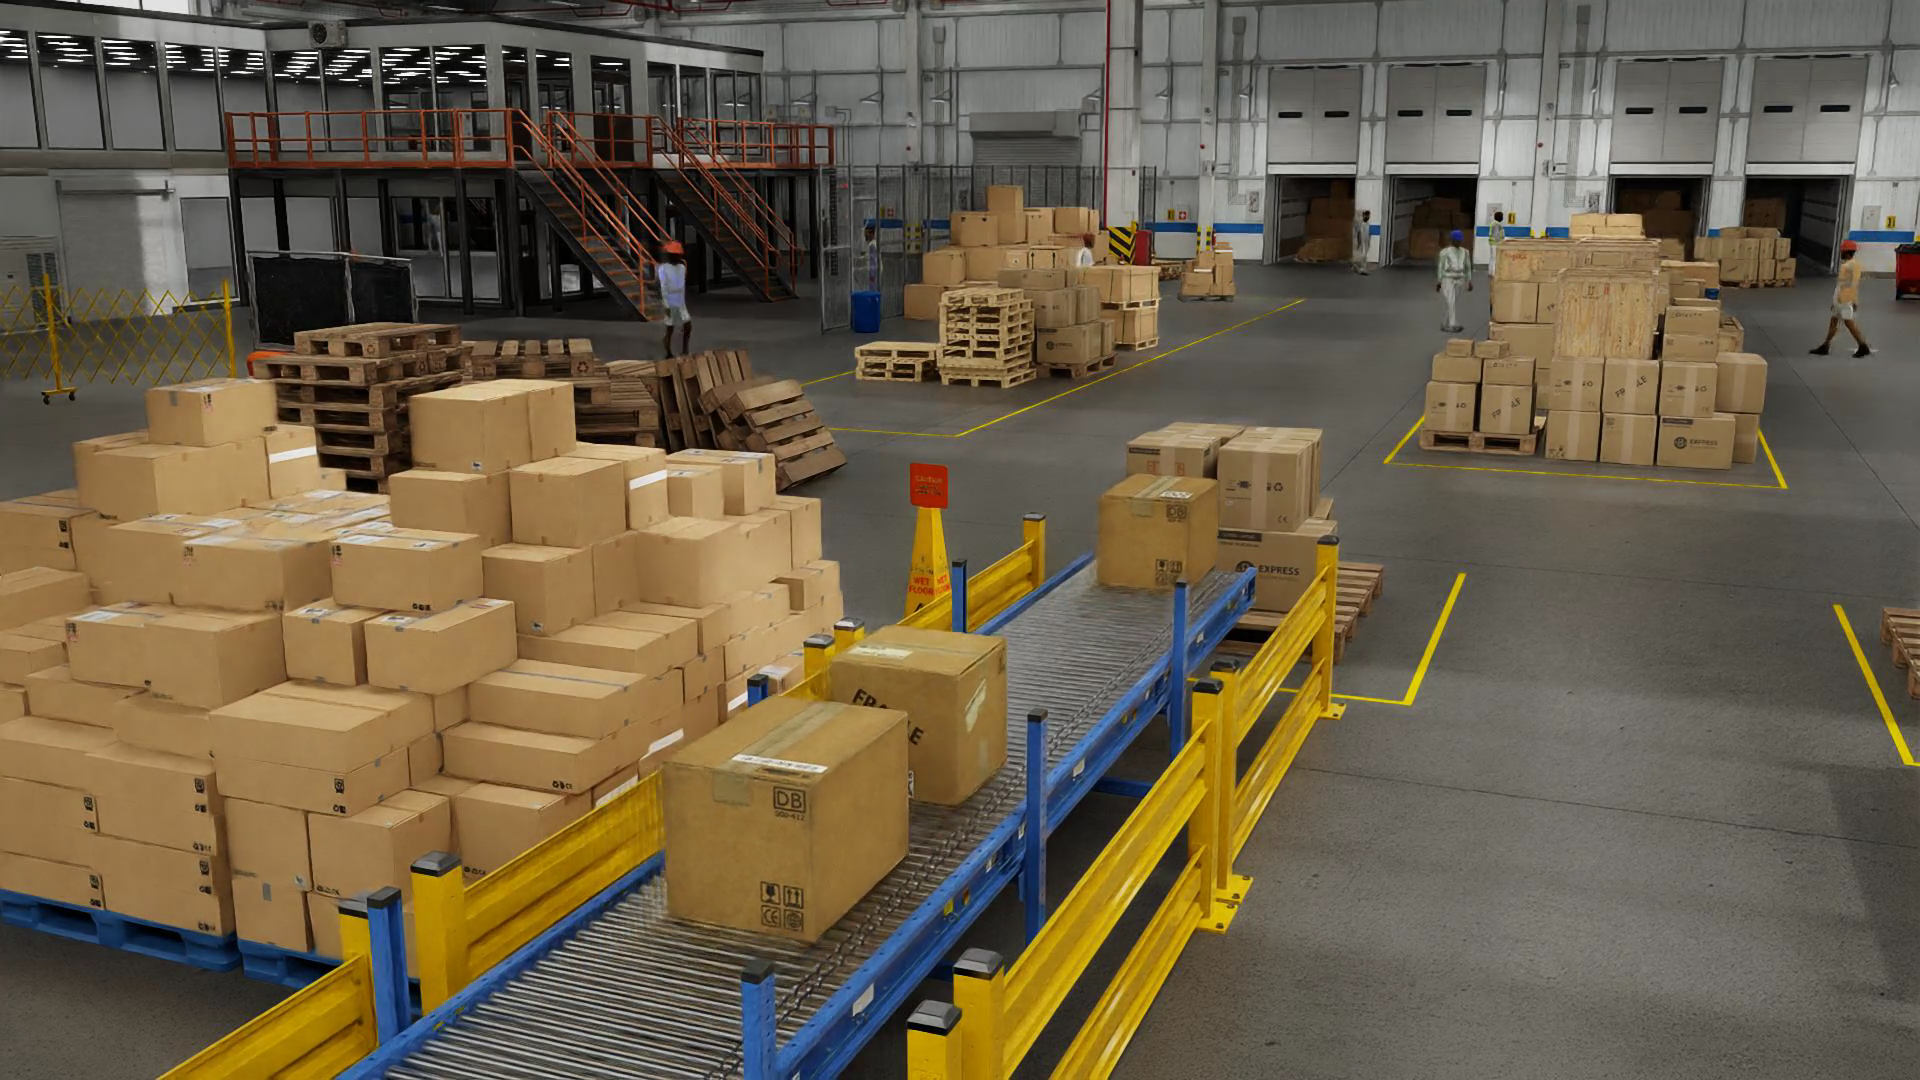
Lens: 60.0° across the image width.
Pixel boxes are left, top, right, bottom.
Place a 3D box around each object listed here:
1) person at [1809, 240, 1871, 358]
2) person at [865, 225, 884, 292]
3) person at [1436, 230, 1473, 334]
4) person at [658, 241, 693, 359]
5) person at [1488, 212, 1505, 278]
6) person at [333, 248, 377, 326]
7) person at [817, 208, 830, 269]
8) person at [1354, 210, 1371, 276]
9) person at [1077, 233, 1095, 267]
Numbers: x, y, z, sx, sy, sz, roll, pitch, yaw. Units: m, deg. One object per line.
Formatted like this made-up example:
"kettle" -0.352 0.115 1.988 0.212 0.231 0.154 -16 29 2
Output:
"person" 14.401 -3.908 26.953 0.557 1.899 0.971 -11 17 -41
"person" -1.750 -5.426 33.726 0.397 1.911 0.588 0 13 2
"person" 9.187 -4.771 30.813 0.604 1.887 1.015 -3 13 -14
"person" -4.366 -3.639 25.699 0.674 1.914 0.551 11 17 40
"person" 15.070 -8.290 46.719 0.430 1.845 0.620 2 13 8
"person" -8.802 -3.299 24.236 0.584 1.883 0.337 -7 14 -29
"person" -4.205 -9.183 50.717 0.514 1.844 0.327 -9 16 -36
"person" 11.588 -8.504 47.642 0.556 1.856 0.405 -11 17 -40
"person" 2.433 -4.746 30.819 0.958 1.836 0.613 -3 13 -13
